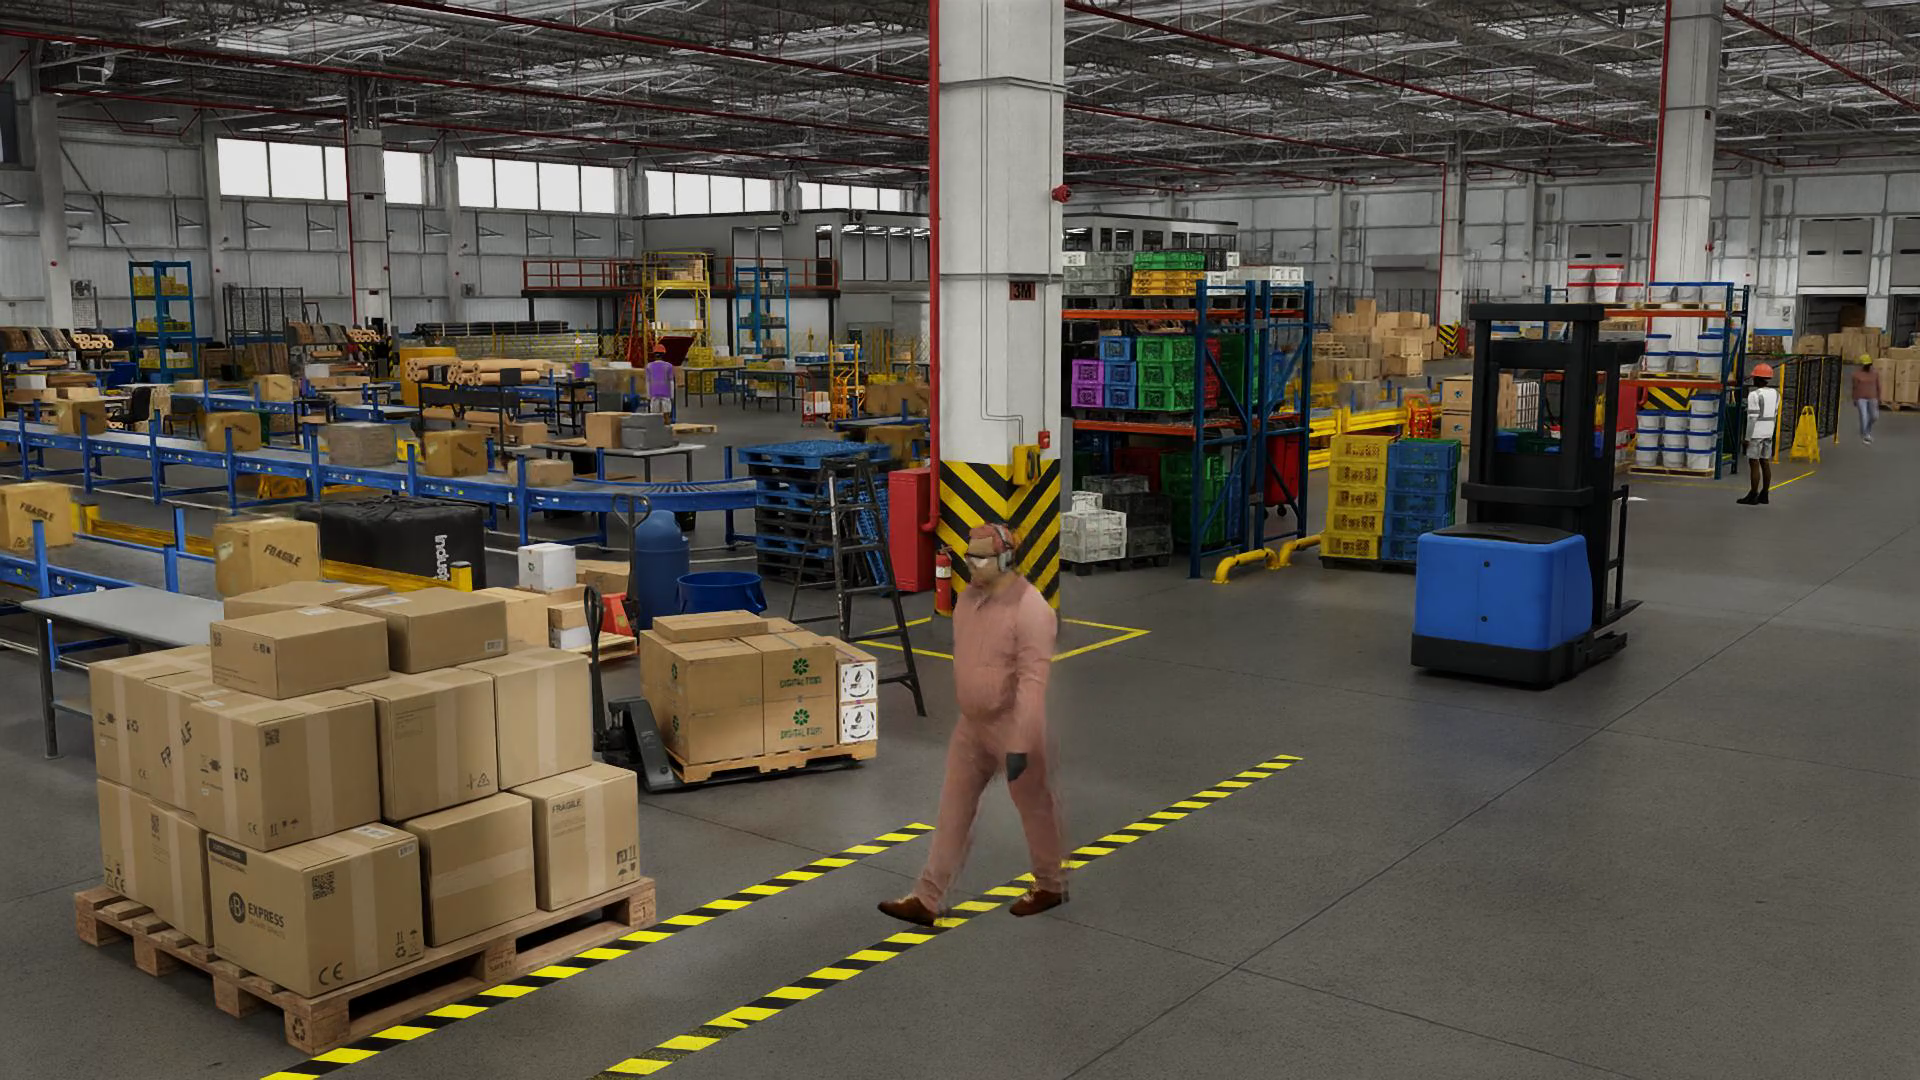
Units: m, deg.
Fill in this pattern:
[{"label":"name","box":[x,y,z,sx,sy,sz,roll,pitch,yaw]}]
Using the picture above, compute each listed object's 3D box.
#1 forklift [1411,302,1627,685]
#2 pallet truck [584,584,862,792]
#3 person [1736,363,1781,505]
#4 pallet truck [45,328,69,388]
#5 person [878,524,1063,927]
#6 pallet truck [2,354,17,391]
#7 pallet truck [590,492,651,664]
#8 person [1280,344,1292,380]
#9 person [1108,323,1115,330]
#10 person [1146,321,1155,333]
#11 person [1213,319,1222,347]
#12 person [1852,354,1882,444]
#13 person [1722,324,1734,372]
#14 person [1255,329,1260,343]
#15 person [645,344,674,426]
[{"label":"forklift","box":[4.379,-0.438,12.852,1.129,2.768,1.873,7,11,37]},{"label":"pallet truck","box":[-1.426,0.805,10.019,1.601,1.201,0.680,-4,9,-26]},{"label":"person","box":[10.948,-1.447,22.800,0.545,1.942,0.351,-5,10,-28]},{"label":"pallet truck","box":[-23.775,-4.544,43.495,1.885,1.965,0.823,6,10,35]},{"label":"person","box":[0.108,0.856,7.544,0.976,1.852,0.676,-7,11,-39]},{"label":"pallet truck","box":[-24.881,-4.417,42.634,1.885,1.965,0.823,8,11,41]},{"label":"pallet truck","box":[-3.115,0.344,12.883,0.653,1.274,1.630,7,11,37]},{"label":"person","box":[8.486,-4.316,43.327,0.859,1.590,0.516,-2,9,-11]},{"label":"person","box":[5.198,-6.666,58.256,0.539,1.869,0.574,-3,9,-17]},{"label":"person","box":[6.917,-7.008,60.497,1.024,1.879,0.573,-1,8,-7]},{"label":"person","box":[10.092,-7.684,64.958,0.496,1.901,0.624,-1,9,-10]},{"label":"person","box":[17.417,-2.707,31.939,0.549,1.741,0.407,2,9,13]},{"label":"person","box":[25.385,-6.237,55.267,0.568,1.886,0.970,-3,9,-21]},{"label":"person","box":[12.398,-8.164,68.403,0.507,1.845,0.339,2,9,15]},{"label":"person","box":[-5.706,-2.761,31.698,0.542,1.931,0.366,0,8,0]}]
